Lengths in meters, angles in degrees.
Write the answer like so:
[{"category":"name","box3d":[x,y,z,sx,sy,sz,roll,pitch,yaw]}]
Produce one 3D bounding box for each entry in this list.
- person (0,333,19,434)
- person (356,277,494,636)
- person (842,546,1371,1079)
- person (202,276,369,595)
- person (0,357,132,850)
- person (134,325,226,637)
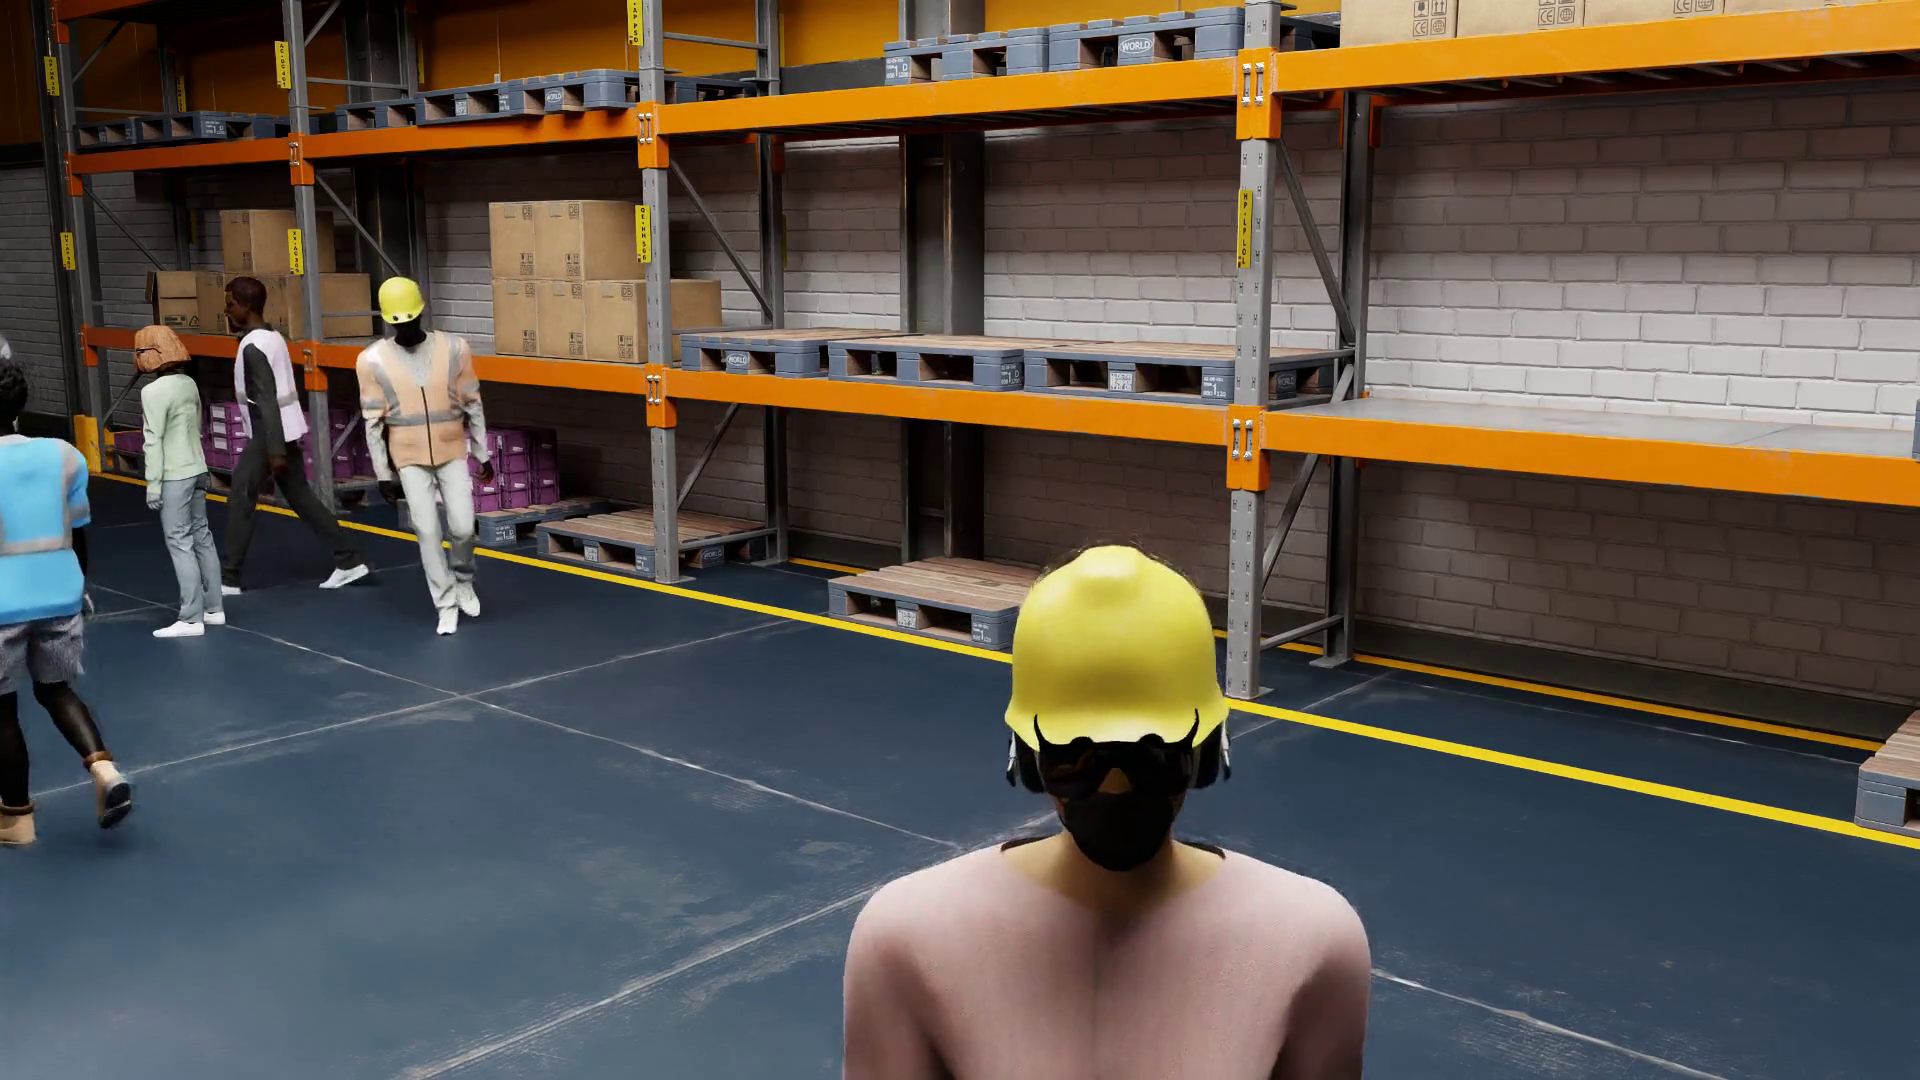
[{"category":"person","box3d":[-6.838,-0.877,11.489,0.601,1.798,0.909,-6,12,-31]},{"category":"person","box3d":[-2.776,-0.430,8.684,0.653,1.878,0.572,-4,11,-21]},{"category":"person","box3d":[0.135,0.870,1.648,0.530,1.755,0.364,1,10,5]},{"category":"person","box3d":[-4.011,-0.603,9.729,1.006,1.871,0.609,-2,10,-10]},{"category":"person","box3d":[-3.098,0.221,5.526,0.476,1.681,0.543,5,11,28]},{"category":"person","box3d":[-4.116,-0.308,8.727,0.288,1.626,0.497,0,10,0]}]
